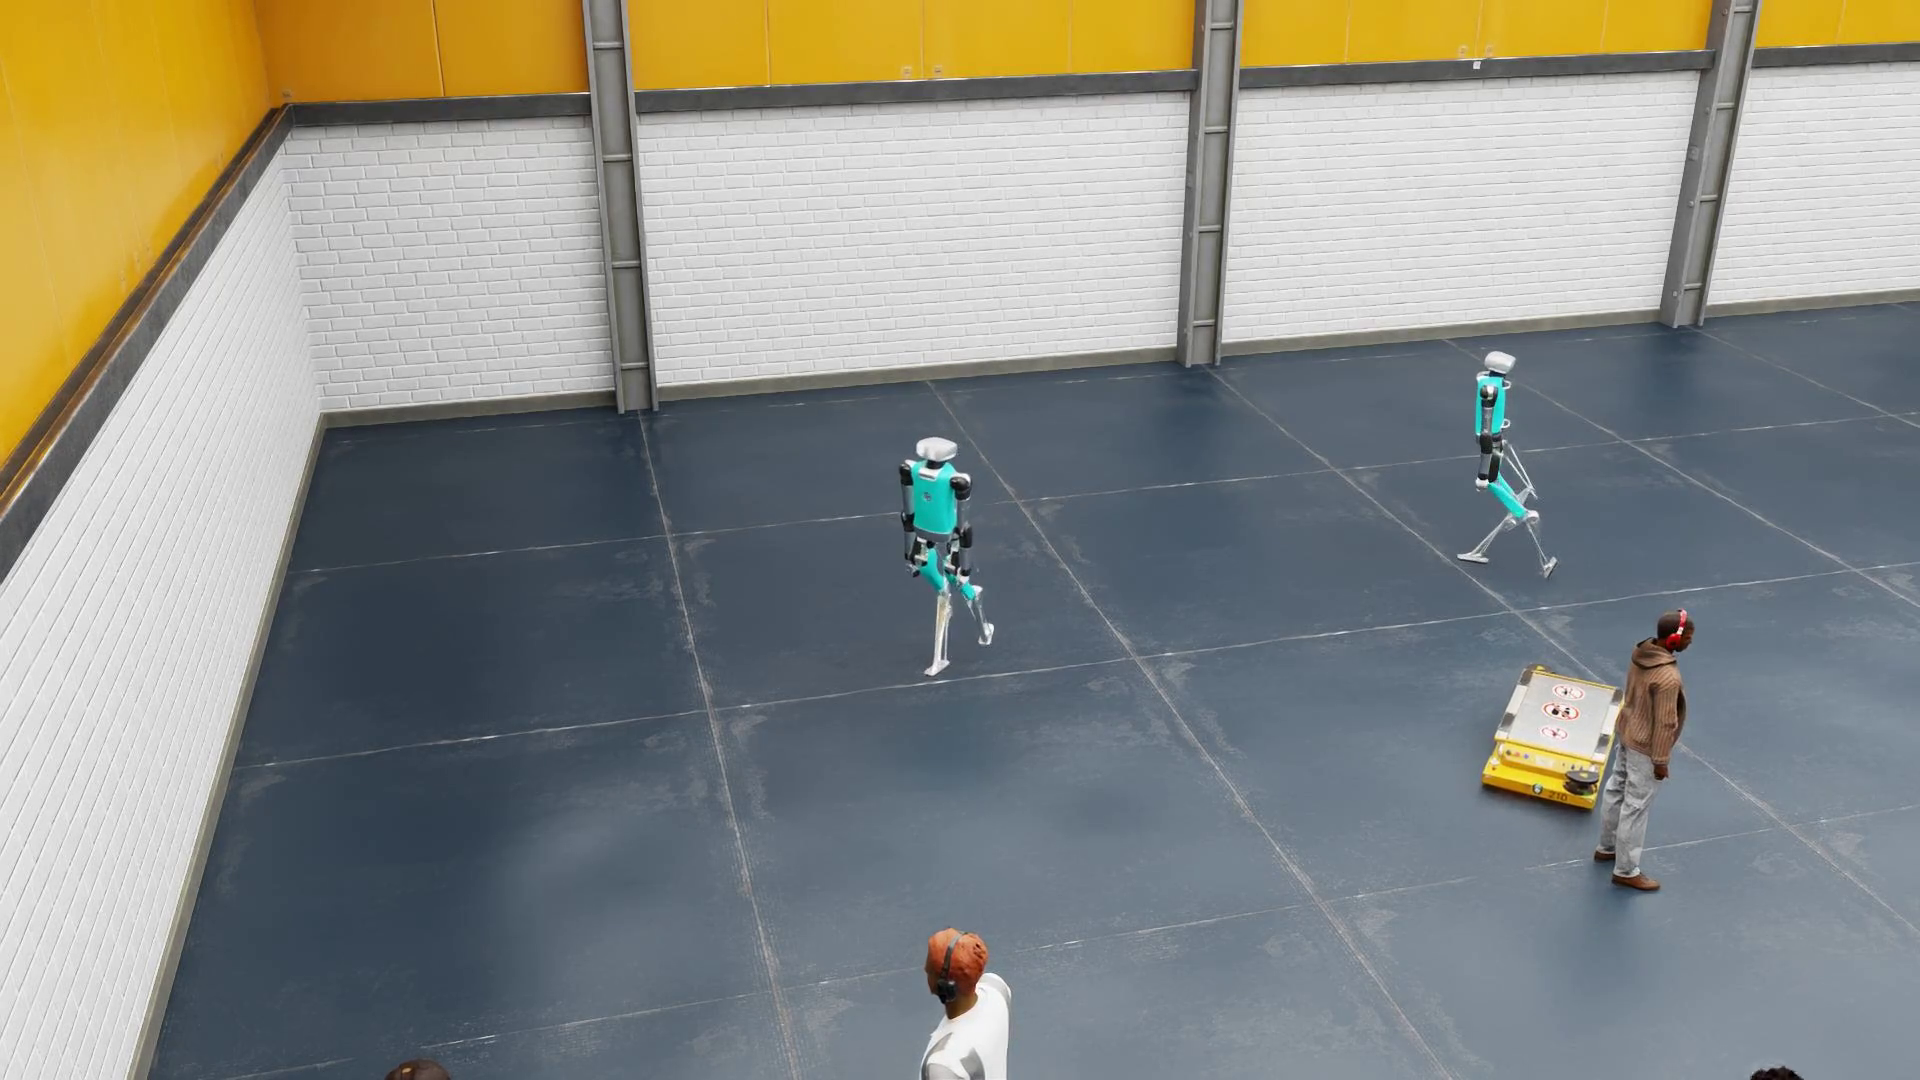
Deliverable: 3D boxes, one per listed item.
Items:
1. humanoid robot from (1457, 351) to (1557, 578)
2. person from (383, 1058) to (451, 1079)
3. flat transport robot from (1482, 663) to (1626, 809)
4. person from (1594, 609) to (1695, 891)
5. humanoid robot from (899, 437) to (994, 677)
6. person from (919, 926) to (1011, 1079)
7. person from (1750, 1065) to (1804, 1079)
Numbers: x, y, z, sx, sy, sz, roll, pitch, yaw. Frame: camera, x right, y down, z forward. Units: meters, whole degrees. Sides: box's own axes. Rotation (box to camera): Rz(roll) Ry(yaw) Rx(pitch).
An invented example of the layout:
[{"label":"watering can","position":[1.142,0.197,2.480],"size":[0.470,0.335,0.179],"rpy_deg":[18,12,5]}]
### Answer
[{"label":"humanoid robot","position":[4.353,-0.538,12.809],"size":[0.892,1.808,0.547],"rpy_deg":[9,25,19]},{"label":"person","position":[-1.760,2.522,5.774],"size":[0.378,1.769,0.468],"rpy_deg":[-11,26,-23]},{"label":"flat transport robot","position":[3.806,1.223,10.584],"size":[0.659,0.231,1.431],"rpy_deg":[12,26,25]},{"label":"person","position":[3.737,1.123,9.096],"size":[0.320,1.645,0.457],"rpy_deg":[0,24,-1]},{"label":"humanoid robot","position":[-0.006,0.071,11.449],"size":[0.548,1.820,0.887],"rpy_deg":[13,27,28]},{"label":"person","position":[0.004,2.257,6.232],"size":[0.341,1.882,0.584],"rpy_deg":[8,25,18]},{"label":"person","position":[2.658,2.571,5.485],"size":[0.608,1.912,0.923],"rpy_deg":[-6,25,-14]}]
